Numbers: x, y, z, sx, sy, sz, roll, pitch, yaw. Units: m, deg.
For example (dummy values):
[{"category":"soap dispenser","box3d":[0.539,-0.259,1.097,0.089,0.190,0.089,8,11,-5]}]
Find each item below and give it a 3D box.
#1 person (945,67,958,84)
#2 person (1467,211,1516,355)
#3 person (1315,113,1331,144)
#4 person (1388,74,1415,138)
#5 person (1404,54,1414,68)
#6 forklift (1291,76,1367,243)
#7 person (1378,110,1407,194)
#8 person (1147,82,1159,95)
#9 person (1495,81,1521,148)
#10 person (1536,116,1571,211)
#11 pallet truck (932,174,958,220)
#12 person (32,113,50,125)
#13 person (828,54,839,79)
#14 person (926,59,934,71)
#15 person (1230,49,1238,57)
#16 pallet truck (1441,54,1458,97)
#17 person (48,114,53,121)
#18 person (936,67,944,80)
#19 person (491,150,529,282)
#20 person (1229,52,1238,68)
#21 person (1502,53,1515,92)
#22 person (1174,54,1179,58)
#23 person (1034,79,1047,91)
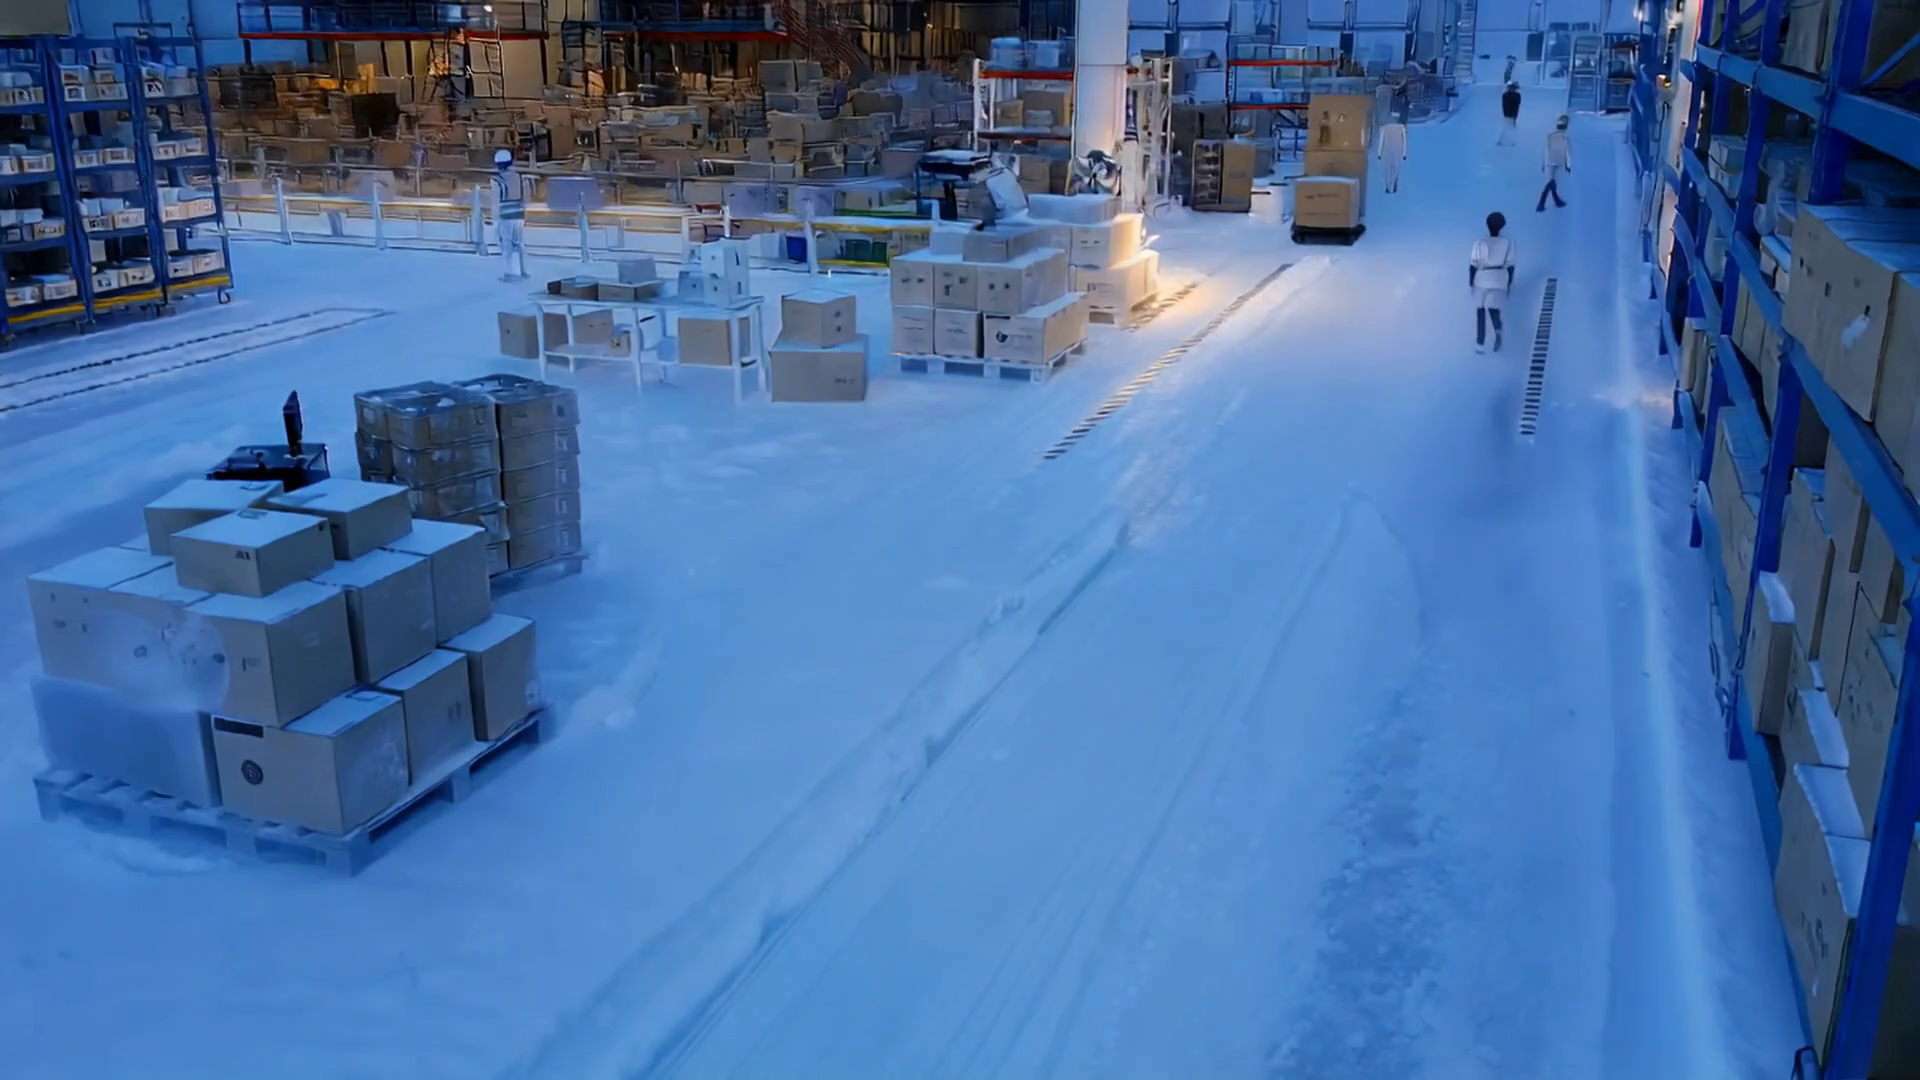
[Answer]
[{"category":"person","box3d":[-0.252,-16.615,61.923,0.629,1.906,1.013,12,21,33]},{"category":"person","box3d":[6.221,-3.002,19.512,0.551,1.683,0.394,-1,18,-3]},{"category":"person","box3d":[7.974,-8.606,37.017,0.523,1.757,0.374,8,19,23]},{"category":"person","box3d":[14.139,-13.914,53.238,1.011,2.000,0.716,-8,19,-24]},{"category":"person","box3d":[21.512,-22.272,79.668,0.372,1.939,0.631,-10,20,-28]},{"category":"forklift","box3d":[6.598,-6.755,29.381,1.129,2.768,1.873,6,19,19]},{"category":"person","box3d":[9.658,-8.683,37.179,0.621,1.801,0.821,4,18,11]},{"category":"person","box3d":[6.532,-14.909,57.081,0.519,1.586,0.847,16,24,41]},{"category":"person","box3d":[16.225,-12.571,49.155,0.951,1.966,0.607,-16,23,-40]},{"category":"person","box3d":[12.110,-7.647,33.833,1.034,1.882,0.535,-11,21,-30]},{"category":"pallet truck","box3d":[-0.507,-5.292,27.348,0.653,1.274,1.630,6,19,19]},{"category":"person","box3d":[-27.298,-12.678,49.359,0.605,2.030,0.429,-9,20,-26]},{"category":"person","box3d":[-6.204,-22.864,81.610,0.587,1.883,0.342,9,20,27]},{"category":"person","box3d":[-1.366,-20.601,74.567,0.349,1.846,0.506,14,22,37]},{"category":"person","box3d":[15.223,-26.266,92.316,0.603,1.885,0.980,-9,20,-26]},{"category":"pallet truck","box3d":[22.765,-21.886,78.355,0.823,1.965,1.885,-4,18,-14]},{"category":"person","box3d":[-29.034,-13.769,53.044,0.677,1.869,0.877,-12,21,-34]},{"category":"person","box3d":[-0.891,-18.378,67.744,0.798,1.730,0.552,9,20,25]},{"category":"person","box3d":[-6.759,-4.850,24.934,0.416,1.940,0.601,11,21,31]},{"category":"person","box3d":[14.888,-25.479,89.948,0.852,1.805,0.653,13,22,36]},{"category":"person","box3d":[27.437,-23.326,82.994,0.572,1.925,0.542,-14,22,-37]},{"category":"person","box3d":[11.001,-23.813,84.675,0.429,1.837,0.620,-11,21,-30]},{"category":"person","box3d":[3.281,-18.388,67.481,0.543,1.927,0.375,8,19,23]}]
